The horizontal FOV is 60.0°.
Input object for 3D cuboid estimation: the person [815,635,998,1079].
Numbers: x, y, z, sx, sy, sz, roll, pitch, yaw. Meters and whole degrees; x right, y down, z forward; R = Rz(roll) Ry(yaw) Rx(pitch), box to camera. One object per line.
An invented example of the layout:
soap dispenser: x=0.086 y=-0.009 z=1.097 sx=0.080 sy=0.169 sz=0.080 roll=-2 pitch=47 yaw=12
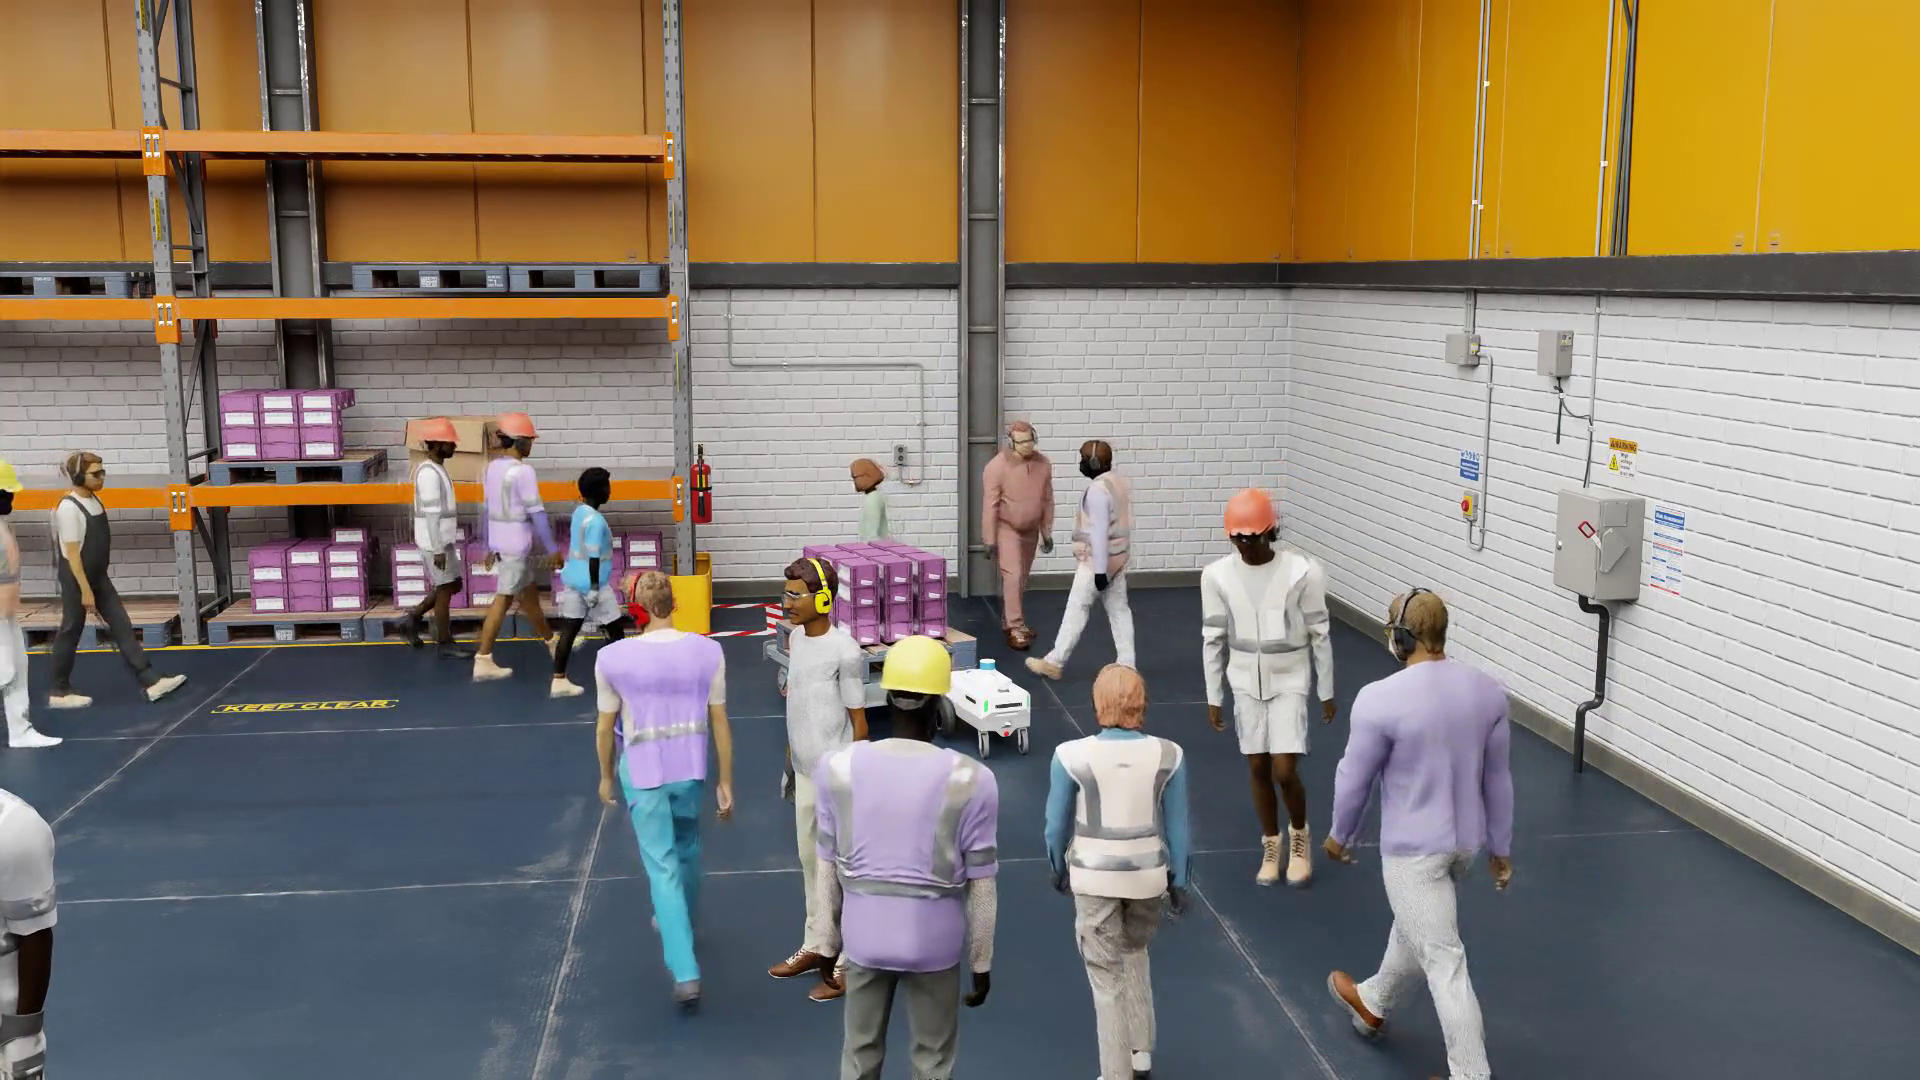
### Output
person: x=-0.164 y=1.250 z=5.244 sx=0.586 sy=1.913 sz=0.435 roll=2 pitch=9 yaw=12

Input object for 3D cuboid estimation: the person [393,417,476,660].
person: x=-4.127 y=0.002 z=12.996 sx=0.561 sy=1.924 sz=0.552 roll=-1 pitch=9 yaw=-7

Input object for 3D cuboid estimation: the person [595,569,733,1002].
person: x=-1.253 y=1.017 z=7.090 sx=0.558 sy=1.796 sz=0.937 roll=-6 pitch=11 yaw=-33

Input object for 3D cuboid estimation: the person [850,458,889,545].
person: x=-0.599 y=0.170 z=12.872 sx=0.510 sy=1.610 sz=0.537 roll=0 pitch=9 yaw=-1

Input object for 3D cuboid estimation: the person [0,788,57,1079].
person: x=-2.800 y=1.313 z=4.652 sx=0.606 sy=1.967 sz=0.367 roll=3 pitch=10 yaw=17

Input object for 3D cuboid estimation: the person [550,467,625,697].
person: x=-2.573 y=0.298 z=11.938 sx=0.856 sy=1.645 sz=0.548 roll=-5 pitch=11 yaw=-30

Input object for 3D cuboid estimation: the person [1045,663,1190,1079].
person: x=0.565 y=1.253 z=6.112 sx=0.508 sy=1.618 sz=0.511 roll=-2 pitch=9 yaw=-13

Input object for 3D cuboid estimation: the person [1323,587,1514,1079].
person: x=1.660 y=1.108 z=6.173 sx=0.626 sy=1.880 sz=1.038 roll=-5 pitch=10 yaw=-29

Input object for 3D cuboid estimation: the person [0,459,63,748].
person: x=-6.118 y=0.428 z=10.397 sx=0.670 sy=1.899 sz=0.594 roll=-4 pitch=10 yaw=-22

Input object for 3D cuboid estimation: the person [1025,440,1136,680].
person: x=0.922 y=0.159 z=12.349 sx=0.897 sy=1.802 sz=0.660 roll=3 pitch=10 yaw=20

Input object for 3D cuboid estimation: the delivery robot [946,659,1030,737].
delivery robot: x=0.176 y=1.007 z=10.664 sx=0.477 sy=0.478 sz=0.707 roll=-3 pitch=10 yaw=-21

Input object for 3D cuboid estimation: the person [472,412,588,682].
person: x=-3.281 y=0.039 z=12.549 sx=1.059 sy=1.981 sz=0.636 roll=-7 pitch=12 yaw=-38

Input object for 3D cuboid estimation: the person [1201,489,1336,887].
person: x=1.490 y=0.734 z=8.162 sx=0.650 sy=2.002 sz=0.535 roll=5 pitch=10 yaw=26

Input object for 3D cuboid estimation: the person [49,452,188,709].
person: x=-5.936 y=0.293 z=11.525 sx=0.958 sy=1.799 sz=0.542 roll=0 pitch=9 yaw=-1

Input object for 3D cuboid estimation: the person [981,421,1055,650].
person: x=0.491 y=-0.043 z=13.523 sx=0.666 sy=1.849 sz=0.822 roll=-7 pitch=11 yaw=-37

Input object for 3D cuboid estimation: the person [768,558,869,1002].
person: x=-0.586 y=0.990 z=6.978 sx=0.309 sy=1.868 sz=0.535 roll=-7 pitch=12 yaw=-38
